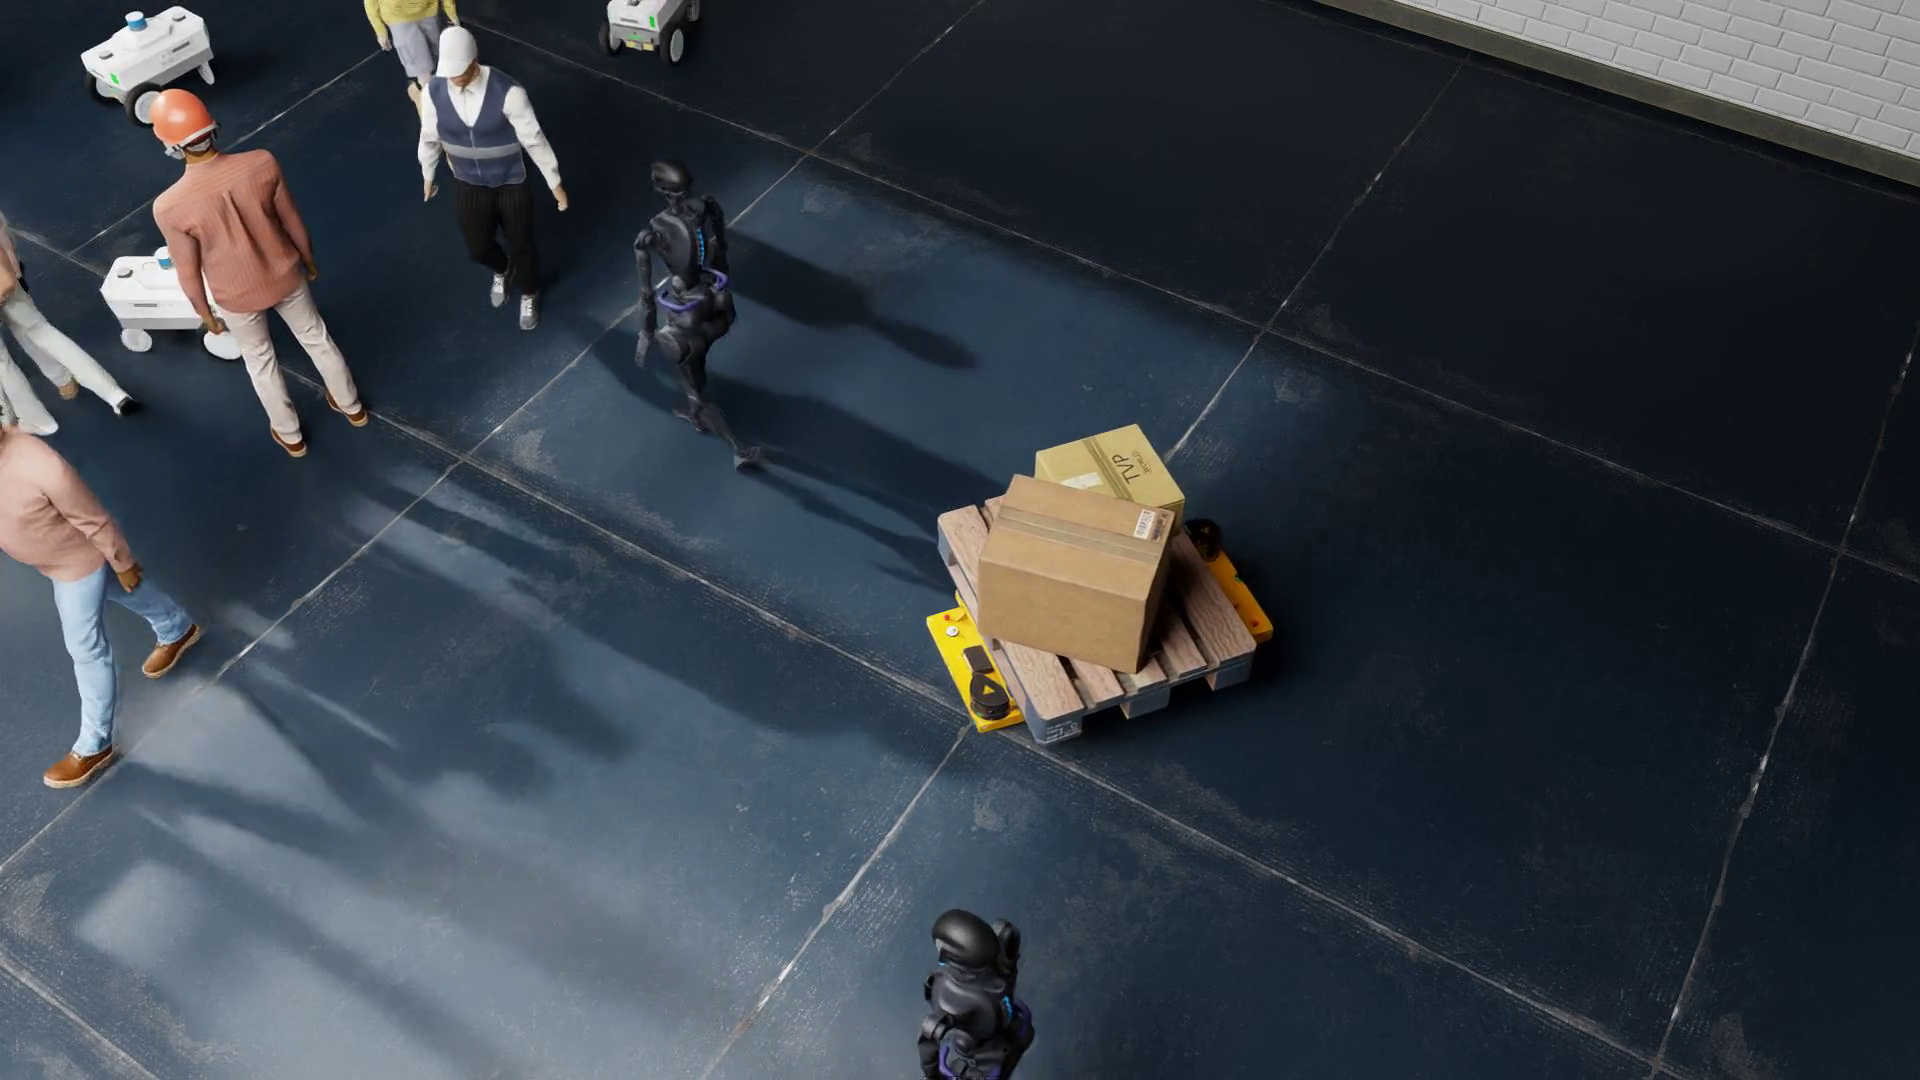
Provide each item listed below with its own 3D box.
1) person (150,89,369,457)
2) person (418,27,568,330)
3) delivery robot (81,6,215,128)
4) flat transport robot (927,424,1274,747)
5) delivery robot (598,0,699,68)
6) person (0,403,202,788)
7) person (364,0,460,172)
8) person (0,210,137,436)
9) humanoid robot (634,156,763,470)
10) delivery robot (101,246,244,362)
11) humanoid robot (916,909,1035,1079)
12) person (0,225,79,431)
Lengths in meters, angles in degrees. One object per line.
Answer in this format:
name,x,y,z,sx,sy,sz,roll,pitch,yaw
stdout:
person,-3.293,-1.216,7.744,0.621,1.985,0.403,-33,56,-25
person,-2.363,-1.829,8.435,0.747,1.746,0.463,-2,49,-1
delivery robot,-4.976,-2.927,10.191,0.502,0.605,0.776,30,55,23
flat transport robot,0.631,0.368,7.494,1.431,0.231,0.659,-17,51,-14
delivery robot,-1.965,-3.398,10.604,0.499,0.608,0.793,12,50,11
person,-3.668,0.107,6.612,0.628,1.941,1.026,23,53,18
person,-3.114,-3.018,9.408,0.493,1.854,0.912,-32,56,-25
person,-4.541,-1.174,7.764,0.717,1.896,0.602,16,51,14
humanoid robot,-1.229,-1.024,7.811,0.594,1.650,0.669,-36,58,-27
delivery robot,-4.039,-1.273,8.750,0.791,0.614,0.499,0,49,0
humanoid robot,0.056,1.681,5.414,0.385,1.646,0.587,25,53,20
person,-4.794,-1.274,7.911,0.646,1.808,0.546,-15,51,-13
